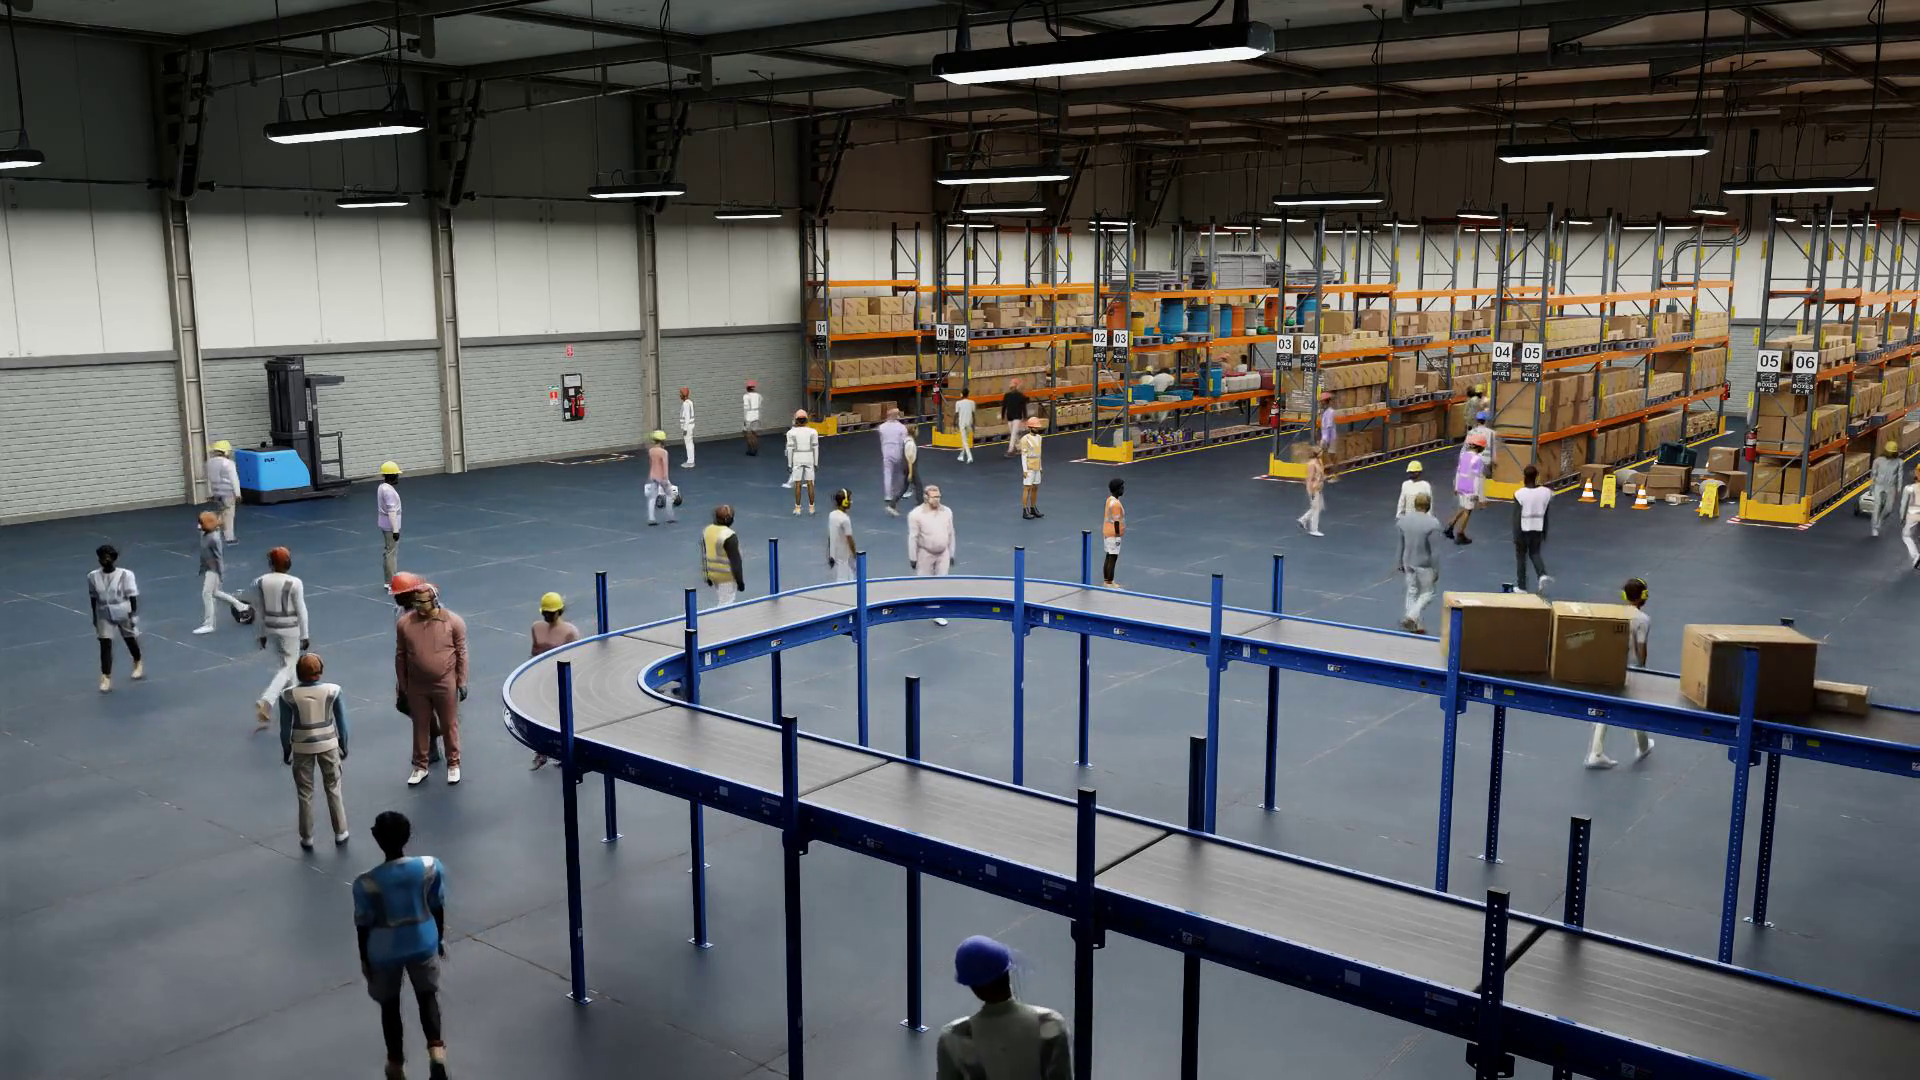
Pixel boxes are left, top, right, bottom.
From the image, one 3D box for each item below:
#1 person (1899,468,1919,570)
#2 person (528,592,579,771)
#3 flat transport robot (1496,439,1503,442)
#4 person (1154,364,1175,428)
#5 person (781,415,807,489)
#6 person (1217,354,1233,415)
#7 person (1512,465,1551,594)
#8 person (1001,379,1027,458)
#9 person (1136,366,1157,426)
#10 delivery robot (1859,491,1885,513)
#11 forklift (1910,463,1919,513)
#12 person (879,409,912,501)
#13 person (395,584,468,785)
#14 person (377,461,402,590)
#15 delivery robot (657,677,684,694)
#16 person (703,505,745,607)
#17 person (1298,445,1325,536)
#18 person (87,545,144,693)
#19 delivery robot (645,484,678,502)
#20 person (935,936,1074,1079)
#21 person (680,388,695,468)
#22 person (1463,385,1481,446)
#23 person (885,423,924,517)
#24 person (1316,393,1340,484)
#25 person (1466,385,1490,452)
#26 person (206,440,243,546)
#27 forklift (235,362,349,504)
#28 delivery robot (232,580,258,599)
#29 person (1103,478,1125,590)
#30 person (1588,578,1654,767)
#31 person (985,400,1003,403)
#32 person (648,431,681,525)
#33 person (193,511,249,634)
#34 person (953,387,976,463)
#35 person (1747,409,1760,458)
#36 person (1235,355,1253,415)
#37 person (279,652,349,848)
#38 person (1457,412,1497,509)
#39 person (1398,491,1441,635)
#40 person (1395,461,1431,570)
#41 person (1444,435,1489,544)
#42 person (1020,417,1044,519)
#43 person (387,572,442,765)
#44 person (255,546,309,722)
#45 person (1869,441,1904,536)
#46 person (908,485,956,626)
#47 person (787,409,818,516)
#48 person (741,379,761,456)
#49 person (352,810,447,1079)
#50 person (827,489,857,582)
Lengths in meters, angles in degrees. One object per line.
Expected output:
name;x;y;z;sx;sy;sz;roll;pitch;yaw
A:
person;15.142;-0.318;24.683;0.581;1.619;0.462;2;10;11
person;-3.900;1.350;14.950;0.540;1.732;0.656;3;10;14
flat transport robot;14.658;-2.795;42.553;1.431;0.197;0.652;-4;11;-22
person;5.879;-4.125;45.289;0.641;1.926;0.561;5;11;24
person;-3.519;-1.910;33.757;0.871;1.587;0.502;-7;12;-36
person;8.489;-5.003;50.177;0.599;1.923;1.036;6;12;29
person;8.352;-0.135;22.859;0.613;1.905;0.542;-2;10;-9
person;1.353;-3.069;39.291;0.632;1.947;1.053;6;12;30
person;5.561;-4.308;46.697;0.604;1.788;0.933;7;13;36
delivery robot;17.599;-0.782;30.158;0.477;0.478;0.707;9;13;41
forklift;19.034;-1.348;28.998;2.313;2.155;1.214;8;13;37
person;-1.303;-1.759;32.097;0.648;1.878;0.846;4;11;21
person;-4.921;1.338;14.576;0.651;1.904;0.402;-1;10;-6
person;-8.423;-0.206;23.196;0.369;1.928;0.586;-6;12;-30
delivery robot;-3.342;1.492;17.359;0.707;0.478;0.477;-7;12;-33
person;-2.961;0.463;19.708;0.439;1.827;0.640;-7;13;-36
person;6.300;-0.884;27.864;0.424;1.623;0.530;5;11;26
person;-9.708;0.854;18.003;0.552;1.657;0.864;-1;10;-8
delivery robot;-5.995;-0.994;31.350;0.707;0.478;0.477;8;13;39
person;0.196;2.695;6.934;0.630;1.900;0.564;-3;10;-15
person;-6.494;-2.679;37.241;0.338;1.882;0.582;0;10;-1
person;12.617;-2.892;38.580;0.429;1.846;0.635;3;11;17
person;-0.997;-1.332;29.886;0.920;1.814;0.525;-3;11;-17
person;8.022;-2.228;34.394;0.812;1.984;0.713;0;10;0
person;12.747;-2.909;38.597;0.583;1.858;0.982;5;11;25
person;-12.625;-0.806;26.897;0.607;1.819;0.418;5;11;26
forklift;-13.803;-2.244;32.110;1.129;2.768;1.873;8;13;37
delivery robot;-9.558;0.652;21.359;0.698;0.223;0.335;-6;12;-30
person;2.279;-0.076;23.112;0.317;1.697;0.540;-1;10;-6
person;6.476;1.281;15.165;0.926;1.811;0.527;-5;11;-28
person;1.084;-4.045;45.199;0.577;1.801;0.970;7;12;35
person;-5.522;-1.161;29.100;0.559;1.739;0.737;8;13;39
person;-9.833;0.394;20.701;0.690;1.607;0.499;-9;13;-40
person;0.124;-2.800;38.074;0.529;1.836;0.932;-4;11;-23
person;19.990;-2.951;39.080;0.612;1.780;0.946;4;11;24
person;9.091;-4.954;49.979;0.627;1.900;1.035;4;11;20
person;-5.367;1.746;13.025;0.523;1.638;0.310;-4;11;-22
person;10.245;-1.595;31.101;0.736;1.880;0.988;-3;11;-17
person;5.925;0.325;20.212;0.471;1.926;0.652;-8;13;-37
person;7.088;-0.368;24.653;0.817;1.734;0.545;-7;12;-33
person;8.805;-0.875;27.039;0.596;1.902;0.554;-3;10;-16
person;1.398;-1.378;29.767;0.357;1.936;0.551;9;13;40
person;-5.259;1.232;15.143;0.554;1.918;0.506;5;11;27
person;-7.254;0.998;16.659;0.585;1.858;0.837;4;11;20
person;16.480;-0.931;27.875;0.538;1.709;0.568;3;11;17
person;-0.377;0.186;21.095;0.655;1.888;0.580;-5;11;-25
person;-3.032;-1.496;30.144;0.607;2.041;0.377;-3;10;-14
person;-5.247;-3.073;39.338;0.412;1.920;0.563;9;13;41
person;-3.242;2.410;9.133;0.541;1.683;0.559;-6;12;-31
person;-1.475;0.235;20.935;0.619;1.849;0.532;-4;11;-24
